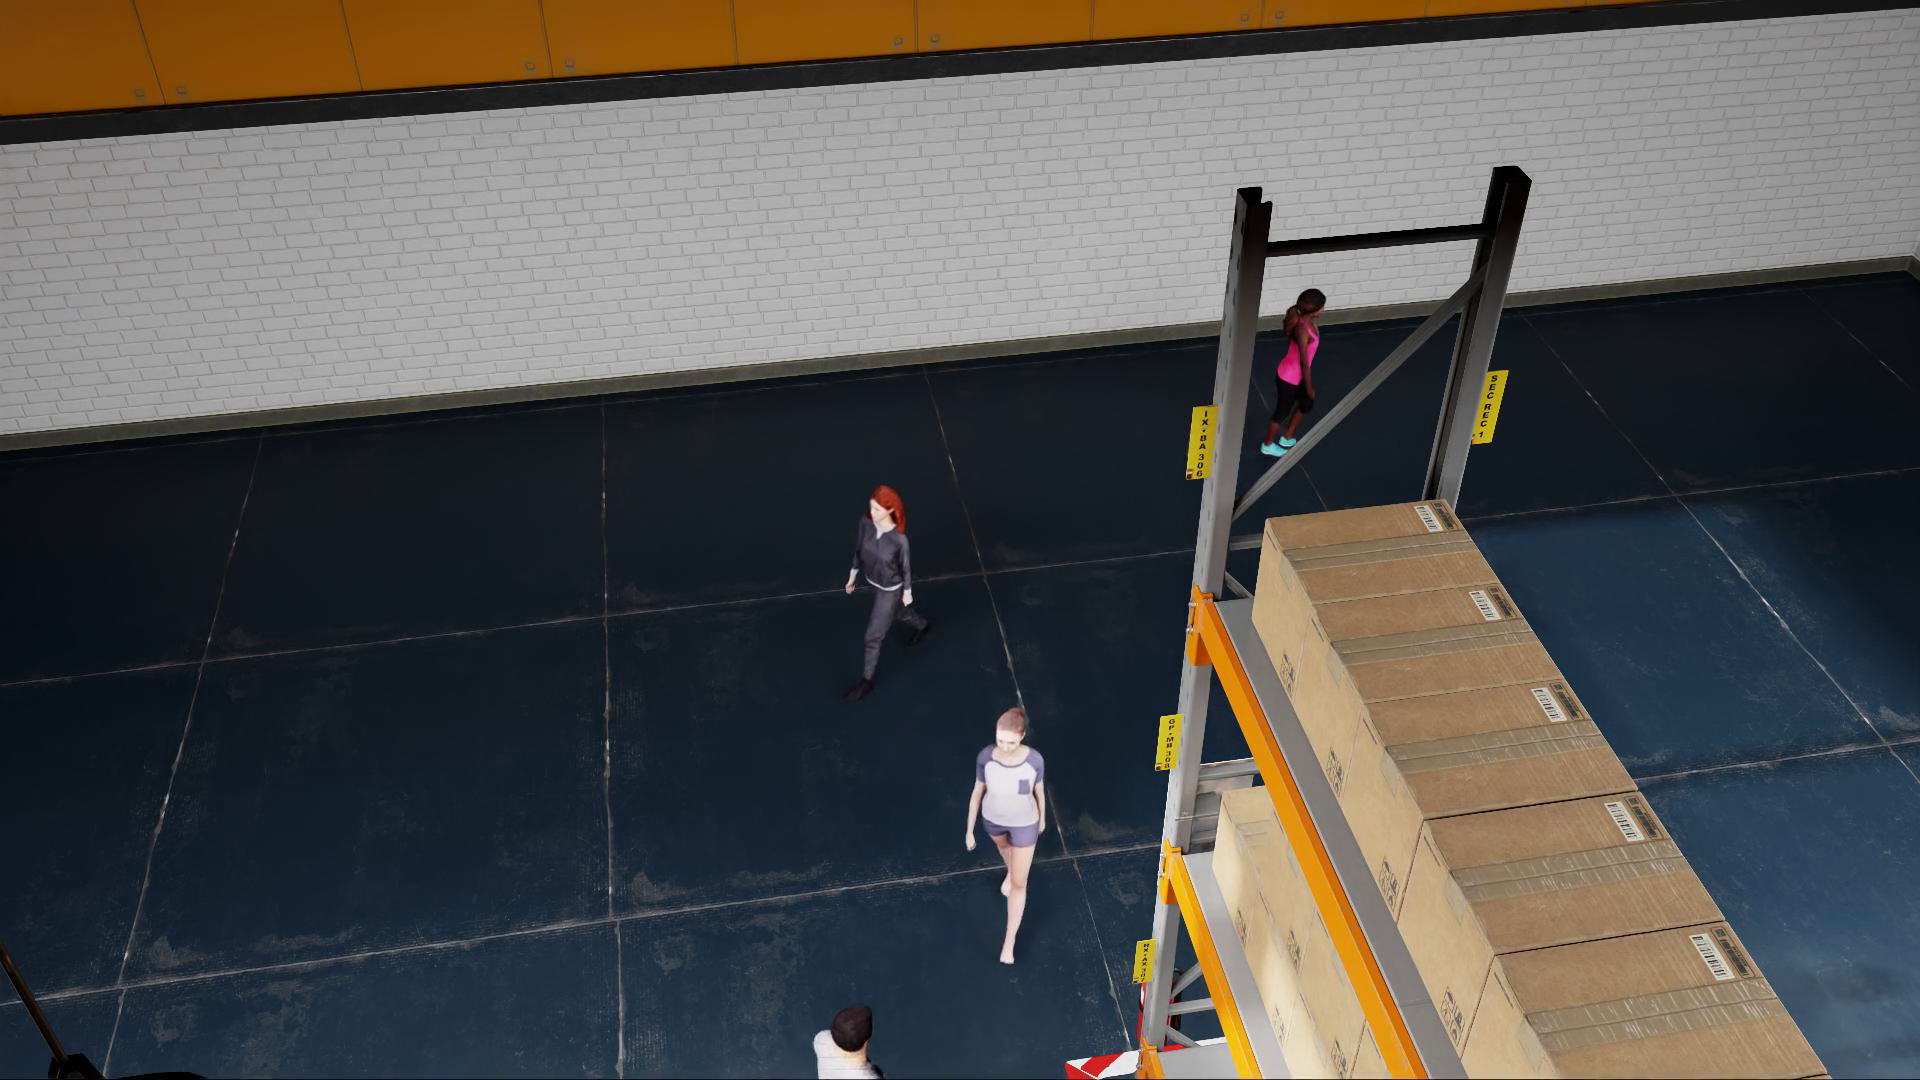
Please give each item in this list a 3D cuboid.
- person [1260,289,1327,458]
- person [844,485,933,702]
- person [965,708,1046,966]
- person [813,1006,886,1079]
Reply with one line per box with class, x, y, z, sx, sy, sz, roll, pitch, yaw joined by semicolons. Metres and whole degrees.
person;2.724;-1.377;14.063;0.767;1.699;0.711;11;40;14
person;-0.481;0.291;11.942;1.099;1.740;1.172;-31;48;-33
person;0.326;1.657;10.242;0.909;1.725;1.175;9;39;11
person;-0.595;3.030;8.434;1.095;1.837;1.108;-30;47;-32
